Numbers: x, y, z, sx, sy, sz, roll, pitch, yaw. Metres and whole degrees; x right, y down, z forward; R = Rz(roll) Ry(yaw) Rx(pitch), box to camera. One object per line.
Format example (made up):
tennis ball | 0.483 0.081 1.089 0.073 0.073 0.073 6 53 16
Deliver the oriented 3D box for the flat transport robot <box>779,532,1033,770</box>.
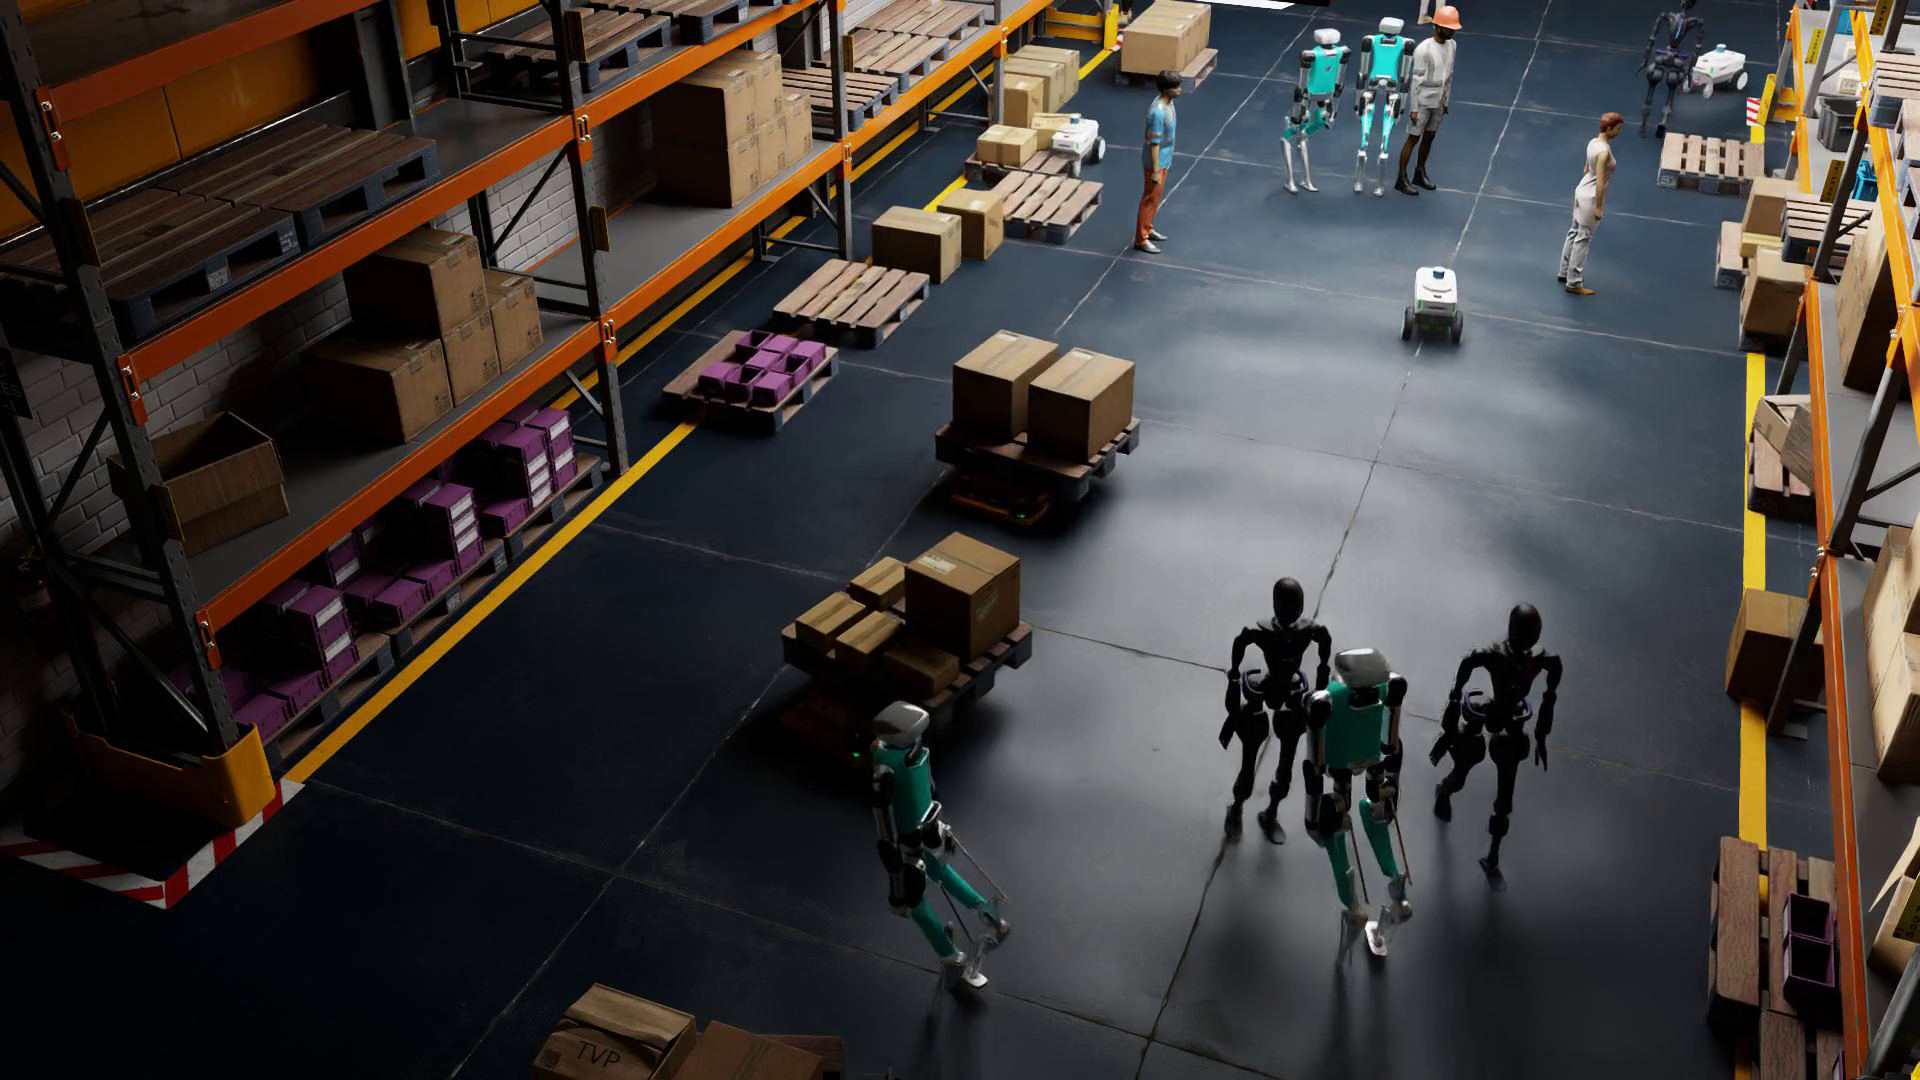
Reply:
flat transport robot | -0.387 0.863 10.257 0.659 0.231 1.431 23 39 31

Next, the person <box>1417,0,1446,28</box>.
person | 6.489 -7.778 22.250 0.349 1.771 0.471 -23 39 -31

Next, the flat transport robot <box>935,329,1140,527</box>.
flat transport robot | 0.584 -0.569 12.472 0.659 0.231 1.431 19 37 26

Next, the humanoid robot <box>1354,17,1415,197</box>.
humanoid robot | 4.274 -4.364 16.975 0.533 1.771 0.710 8 34 13

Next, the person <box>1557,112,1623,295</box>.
person | 5.710 -3.049 15.029 0.285 1.657 0.447 2 33 3

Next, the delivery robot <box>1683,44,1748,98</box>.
delivery robot | 9.172 -5.694 20.155 0.788 0.610 0.499 -21 38 -29

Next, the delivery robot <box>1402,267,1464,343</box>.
delivery robot | 4.152 -2.077 14.558 0.499 0.611 0.800 7 34 11

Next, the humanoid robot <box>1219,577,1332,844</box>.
humanoid robot | 1.688 0.915 8.875 0.587 1.655 0.333 -3 33 -4

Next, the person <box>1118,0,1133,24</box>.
person | 2.220 -7.828 22.393 0.321 1.692 0.530 11 34 16

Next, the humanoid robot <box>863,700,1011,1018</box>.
humanoid robot | -0.038 1.607 7.815 0.781 1.847 0.530 12 35 18

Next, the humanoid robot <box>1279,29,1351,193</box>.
humanoid robot | 3.550 -4.415 17.054 0.532 1.748 0.756 -11 35 -17

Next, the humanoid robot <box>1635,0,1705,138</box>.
humanoid robot | 7.816 -5.229 18.394 0.617 1.638 0.484 11 35 17

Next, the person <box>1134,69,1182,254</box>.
person | 1.883 -3.597 15.796 0.350 1.754 0.501 9 34 14

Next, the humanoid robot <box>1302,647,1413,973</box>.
humanoid robot | 1.982 1.454 8.090 0.534 1.884 0.766 -12 35 -18

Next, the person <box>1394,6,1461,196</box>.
person | 4.824 -4.489 17.017 0.544 1.931 0.383 -19 38 -27

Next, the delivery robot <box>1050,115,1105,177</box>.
delivery robot | 1.234 -4.292 17.963 0.499 0.587 0.777 12 35 18

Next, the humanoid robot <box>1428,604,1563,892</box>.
humanoid robot | 2.810 1.002 8.793 0.616 1.630 0.774 0 33 0
